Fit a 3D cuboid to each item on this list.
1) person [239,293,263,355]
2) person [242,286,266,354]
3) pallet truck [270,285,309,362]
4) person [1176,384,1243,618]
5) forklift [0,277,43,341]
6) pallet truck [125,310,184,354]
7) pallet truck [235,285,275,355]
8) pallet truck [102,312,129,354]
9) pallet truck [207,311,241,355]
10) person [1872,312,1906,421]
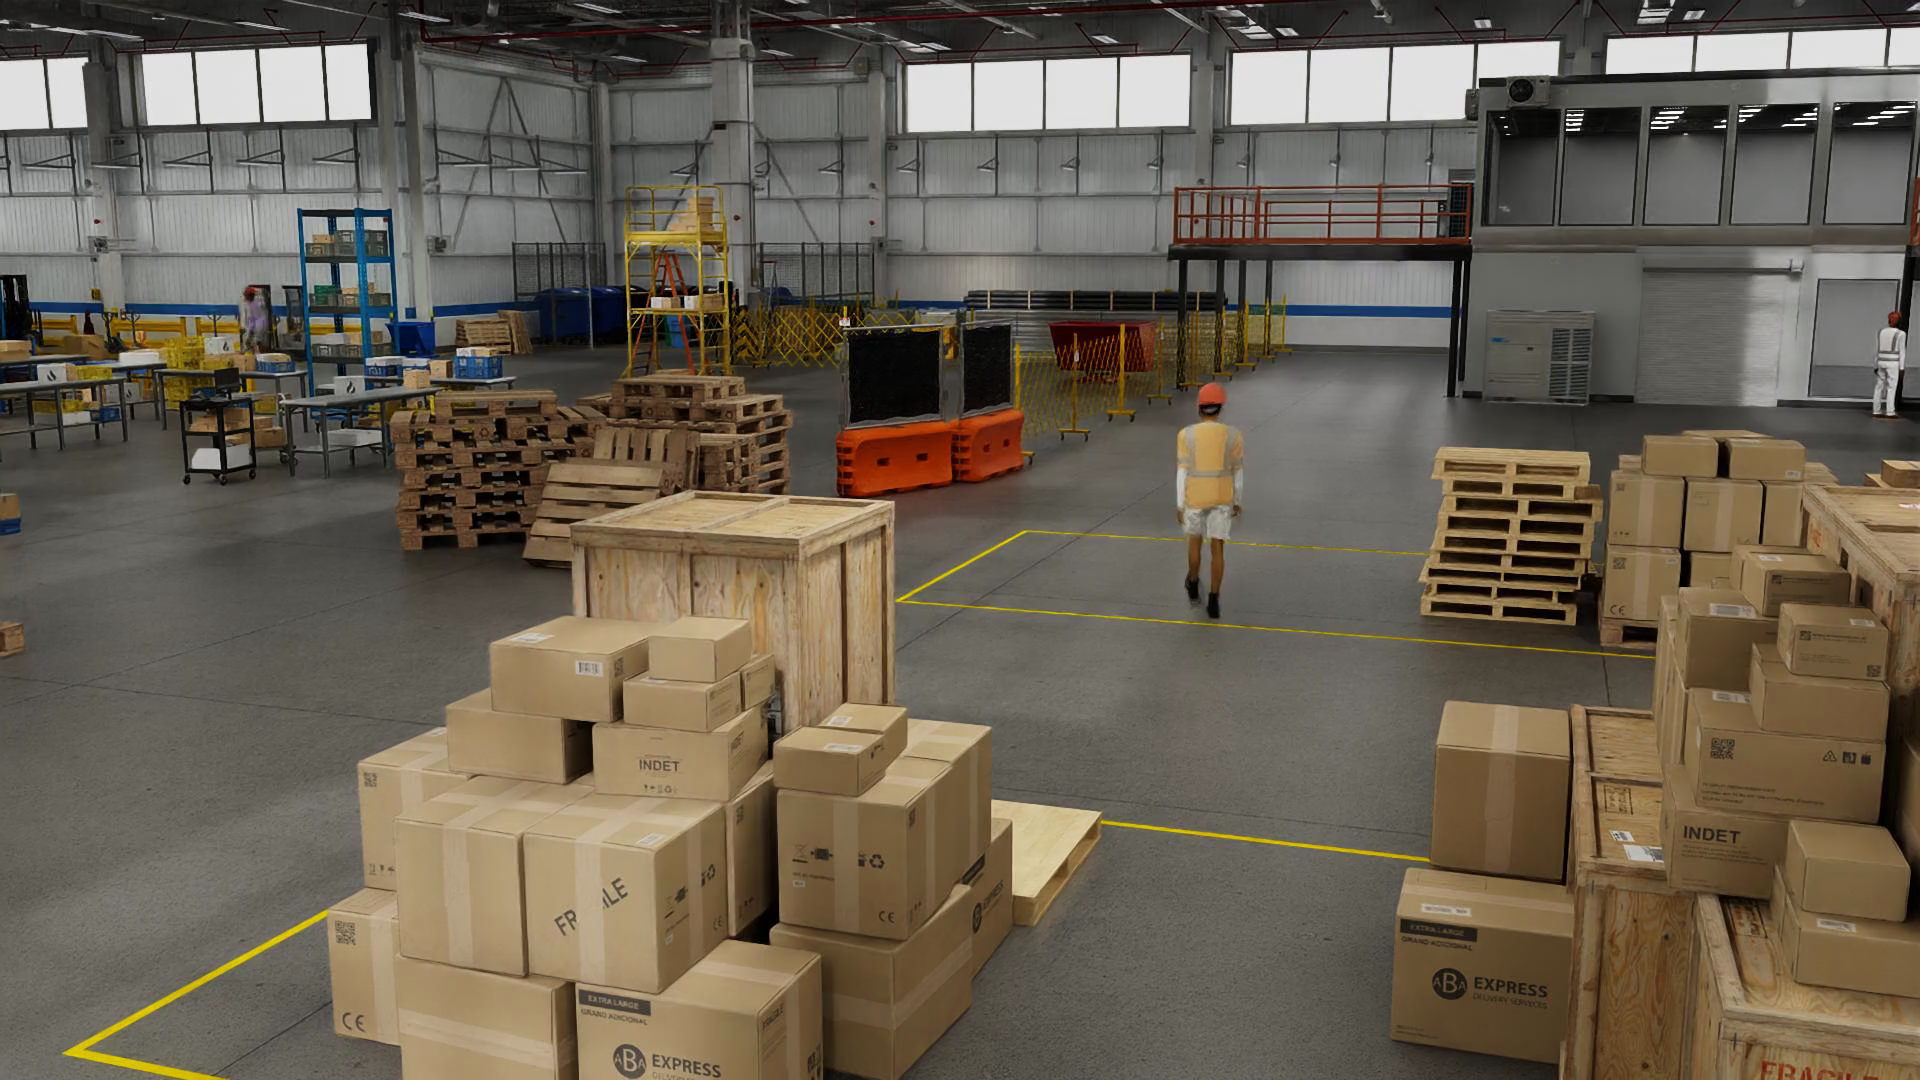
[{"bbox_3d":[-18.234,-5.506,42.845,0.515,1.894,0.663,5,11,27],"label":"person"},{"bbox_3d":[-17.497,-5.224,40.923,0.854,2.013,0.644,-5,11,-28],"label":"person"},{"bbox_3d":[-17.147,-5.700,43.663,0.823,1.965,1.885,3,11,17],"label":"pallet truck"},{"bbox_3d":[2.066,-0.354,13.864,0.557,1.881,1.014,1,10,5],"label":"person"},{"bbox_3d":[-27.151,-6.329,46.328,1.157,1.987,2.680,3,11,17],"label":"forklift"},{"bbox_3d":[-22.038,-5.665,45.457,0.704,1.261,1.522,3,11,17],"label":"pallet truck"},{"bbox_3d":[-18.327,-5.835,44.421,0.823,1.965,1.885,4,11,23],"label":"pallet truck"},{"bbox_3d":[-23.057,-5.777,46.261,0.680,1.201,1.601,3,11,19],"label":"pallet truck"},{"bbox_3d":[-19.537,-5.575,44.913,0.653,1.274,1.630,3,11,19],"label":"pallet truck"},{"bbox_3d":[16.114,-3.010,28.835,0.349,1.882,0.577,-4,11,-22],"label":"person"}]
